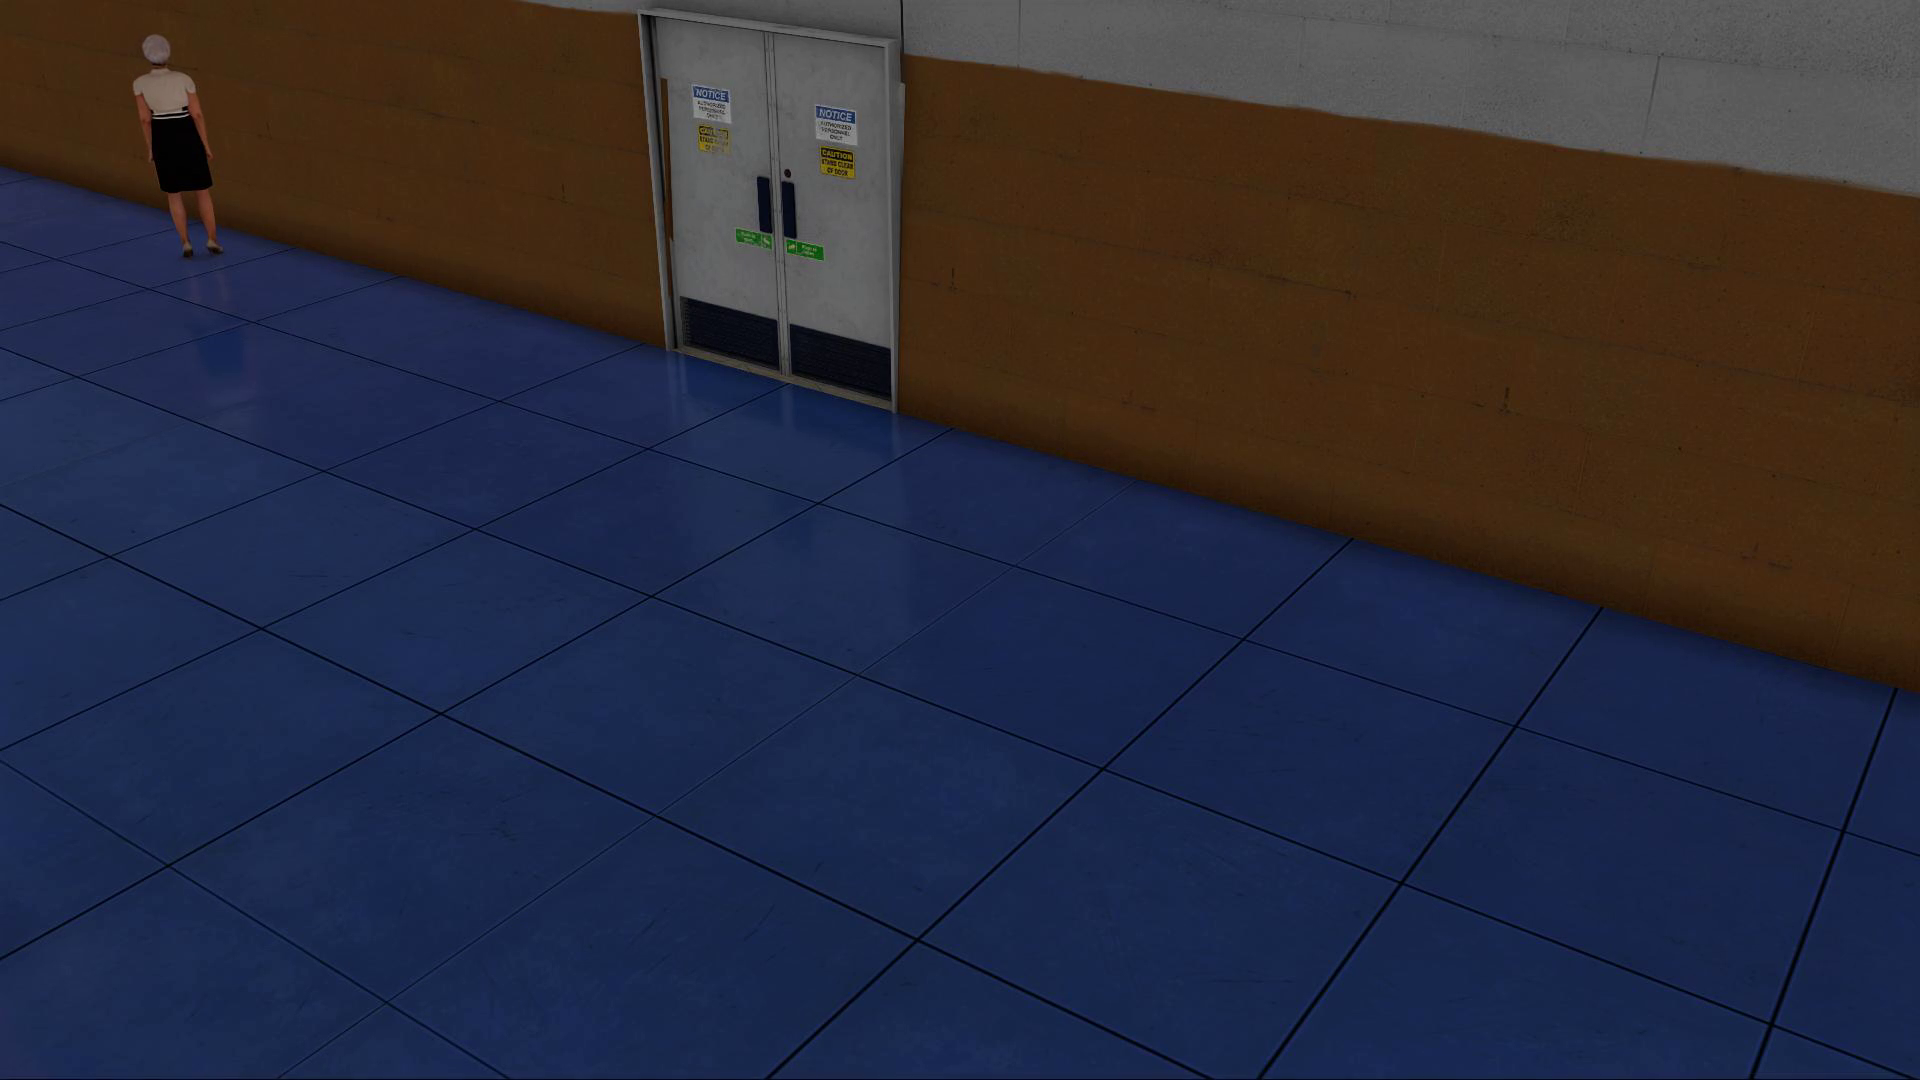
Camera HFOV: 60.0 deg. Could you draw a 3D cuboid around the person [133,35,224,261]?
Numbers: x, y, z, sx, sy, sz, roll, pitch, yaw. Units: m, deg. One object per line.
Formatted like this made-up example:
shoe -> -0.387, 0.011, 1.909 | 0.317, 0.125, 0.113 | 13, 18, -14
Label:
person -> -6.196, -3.101, 13.181 | 0.669, 1.756, 0.770 | -9, 28, -17
